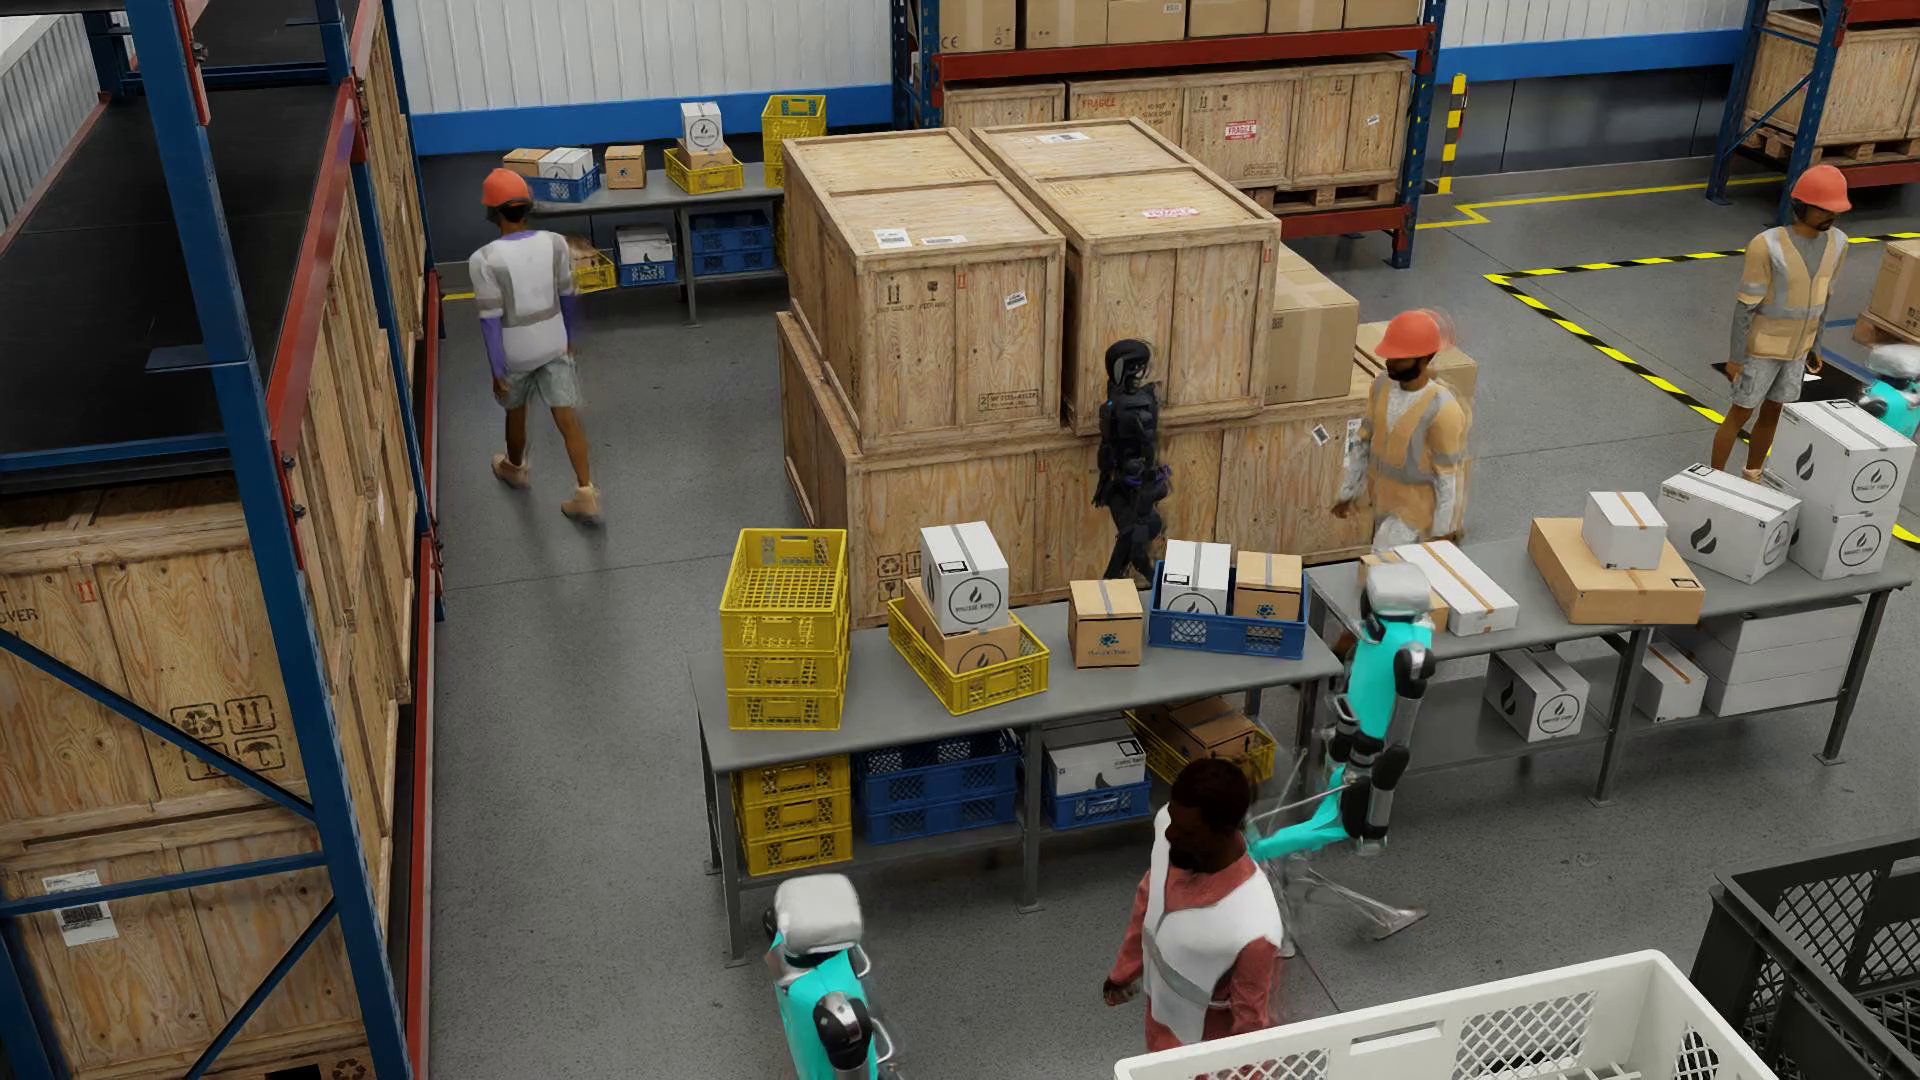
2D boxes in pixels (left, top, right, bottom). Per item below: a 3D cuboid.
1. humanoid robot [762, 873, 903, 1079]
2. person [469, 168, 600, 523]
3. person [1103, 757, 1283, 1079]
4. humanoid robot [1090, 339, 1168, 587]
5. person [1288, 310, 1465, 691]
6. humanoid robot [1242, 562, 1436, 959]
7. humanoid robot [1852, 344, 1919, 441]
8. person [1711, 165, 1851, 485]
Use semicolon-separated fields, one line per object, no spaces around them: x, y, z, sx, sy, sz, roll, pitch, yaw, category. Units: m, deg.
-0.135;1.676;4.676;0.746;1.899;0.541;-12;31;-21;humanoid robot
-2.404;-1.092;9.318;0.627;1.988;1.046;-23;36;-35;person
0.675;1.400;4.894;0.825;1.889;0.592;-8;30;-14;person
0.862;-0.224;8.108;0.747;1.639;0.609;-9;30;-16;humanoid robot
2.019;-0.188;7.784;1.012;1.881;0.563;-12;31;-21;person
1.305;0.878;6.000;1.024;1.729;0.542;-2;29;-3;humanoid robot
4.007;-0.146;7.859;0.560;1.771;0.857;-16;33;-27;humanoid robot
4.549;-1.071;9.225;0.613;2.041;0.374;-8;30;-14;person
